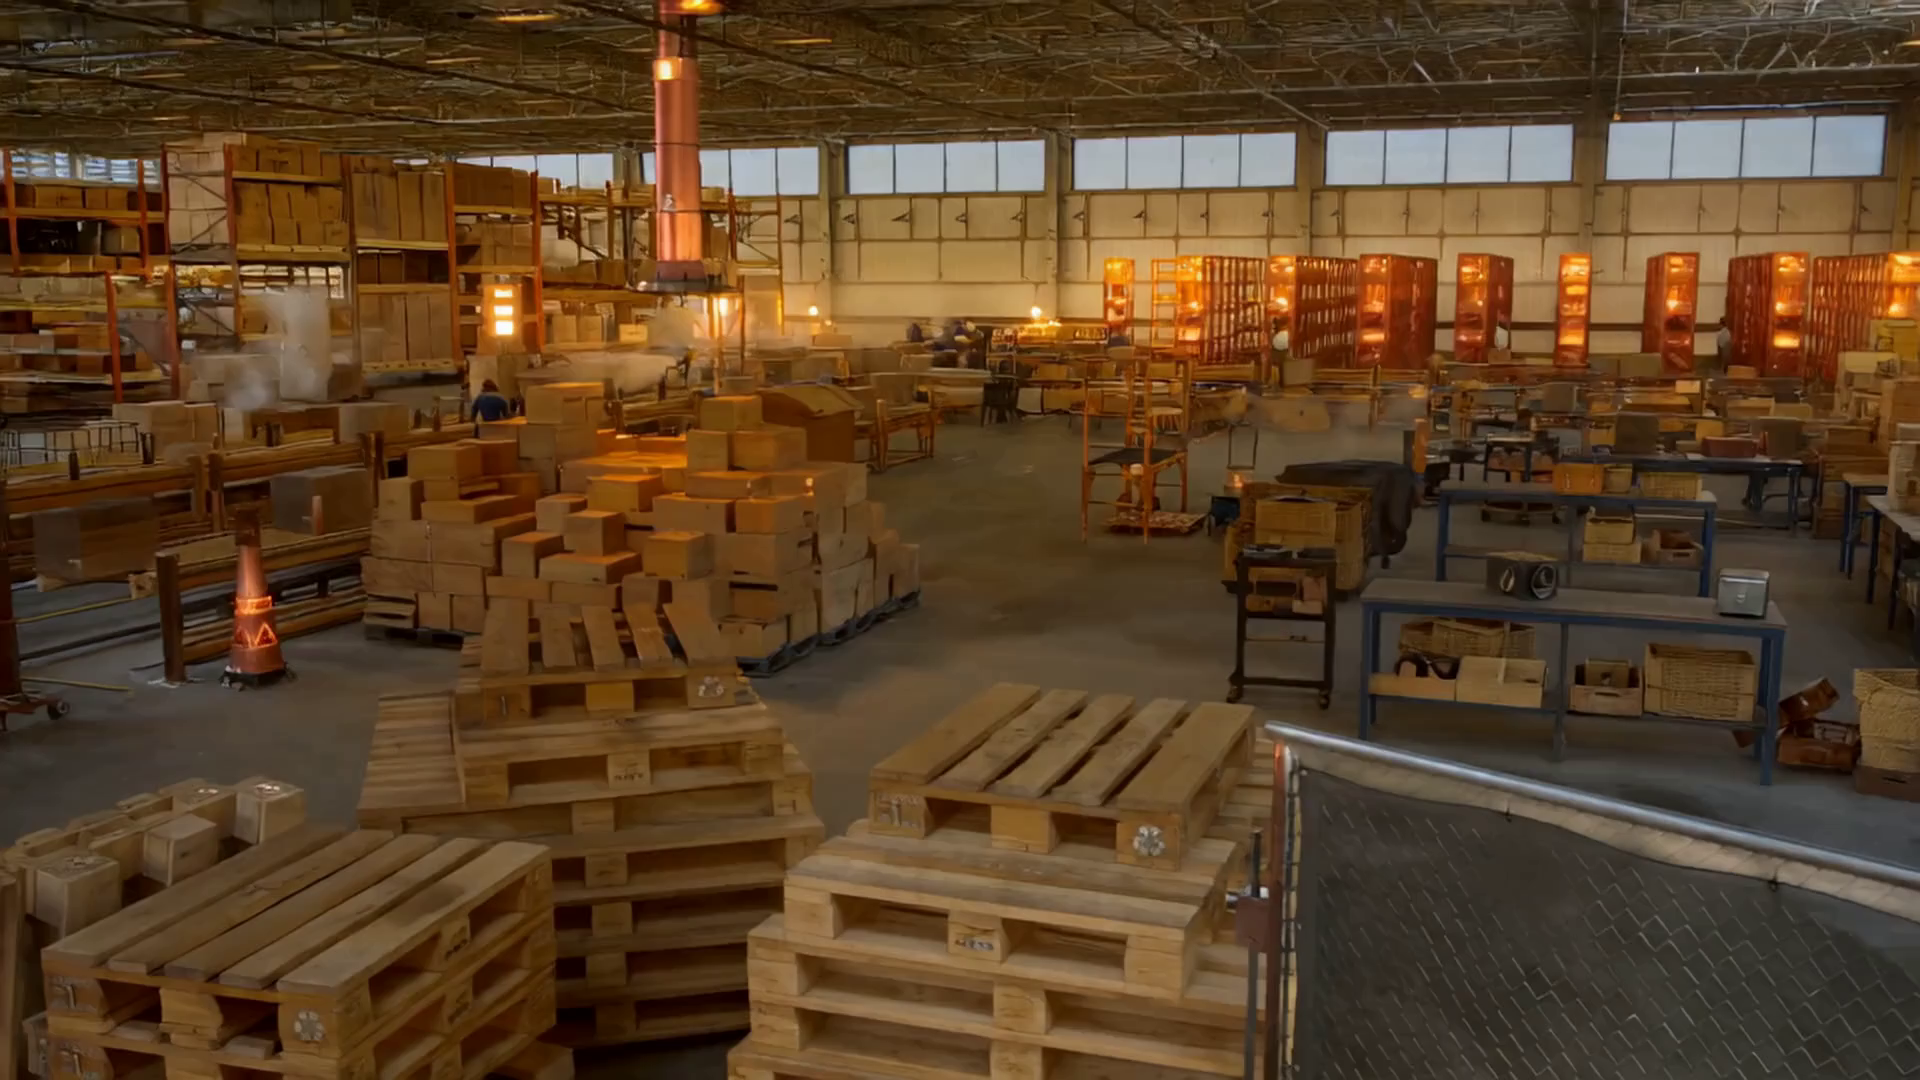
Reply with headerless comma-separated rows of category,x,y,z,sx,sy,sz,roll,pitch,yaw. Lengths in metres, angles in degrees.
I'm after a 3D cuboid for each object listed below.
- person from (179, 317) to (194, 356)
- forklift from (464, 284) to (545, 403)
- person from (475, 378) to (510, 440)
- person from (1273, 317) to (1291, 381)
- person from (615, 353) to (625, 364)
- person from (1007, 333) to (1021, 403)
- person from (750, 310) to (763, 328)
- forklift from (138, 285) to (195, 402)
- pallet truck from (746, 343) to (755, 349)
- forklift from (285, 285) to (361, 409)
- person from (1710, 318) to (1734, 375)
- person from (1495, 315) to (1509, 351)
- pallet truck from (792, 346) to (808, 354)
person,-23.062,-5.749,49.569,0.602,1.811,0.752,3,9,17
forklift,-10.832,-4.702,39.610,1.129,2.768,1.873,3,10,20
person,-6.473,-1.435,23.035,0.508,1.611,0.646,3,10,20
person,8.322,-4.868,43.631,0.786,1.922,0.638,7,11,38
person,-10.771,-6.175,52.564,0.542,1.695,0.344,1,9,8
person,1.212,-3.909,38.171,0.505,1.753,0.530,1,9,7
person,-7.467,-7.606,61.365,0.523,1.754,0.563,4,10,22
forklift,-17.480,-4.200,36.461,1.873,2.768,1.129,3,10,19
pallet truck,-6.183,-4.618,44.264,1.601,1.201,0.680,-9,12,-43
forklift,-14.289,-4.221,36.590,1.129,2.768,1.873,4,10,23
person,22.163,-5.527,48.189,0.958,1.802,0.579,8,12,41
person,16.677,-5.957,50.836,0.770,1.806,0.627,3,9,15
pallet truck,-3.705,-4.298,42.022,0.653,1.274,1.630,3,10,20
